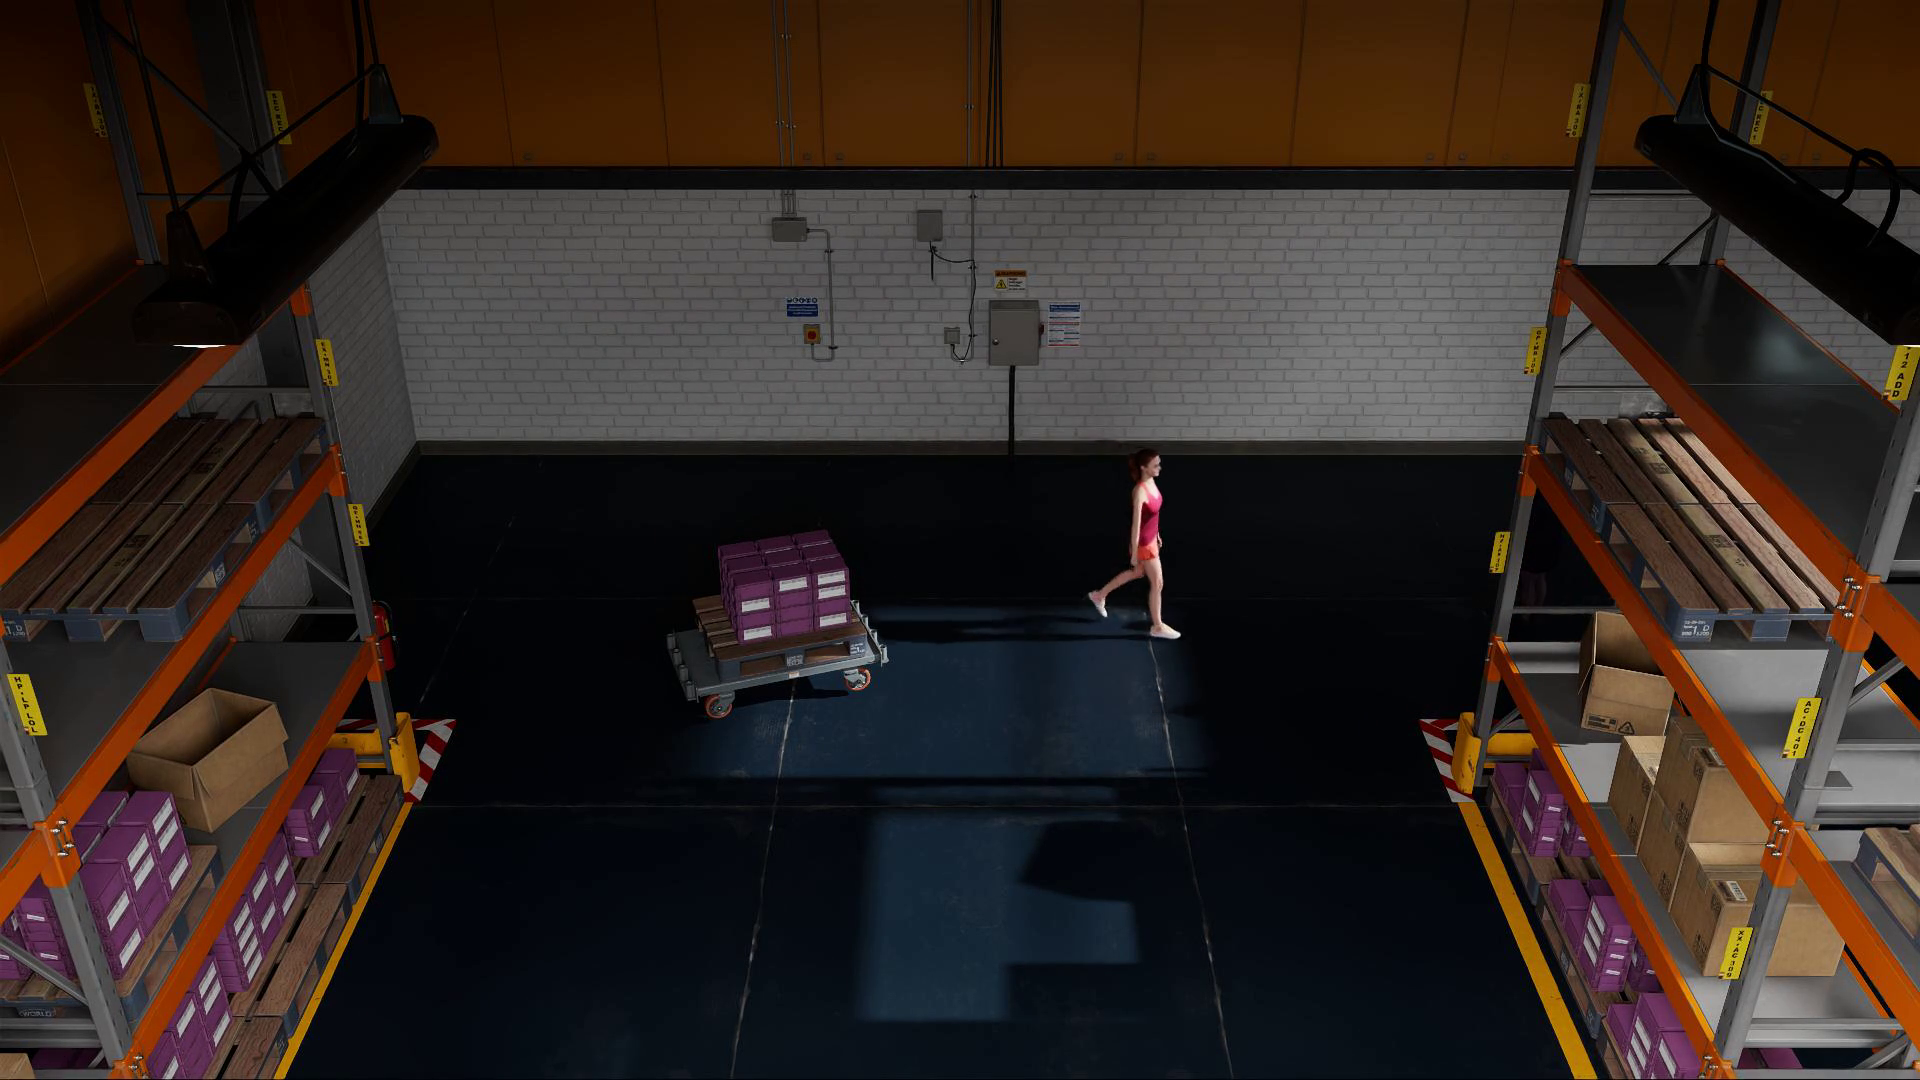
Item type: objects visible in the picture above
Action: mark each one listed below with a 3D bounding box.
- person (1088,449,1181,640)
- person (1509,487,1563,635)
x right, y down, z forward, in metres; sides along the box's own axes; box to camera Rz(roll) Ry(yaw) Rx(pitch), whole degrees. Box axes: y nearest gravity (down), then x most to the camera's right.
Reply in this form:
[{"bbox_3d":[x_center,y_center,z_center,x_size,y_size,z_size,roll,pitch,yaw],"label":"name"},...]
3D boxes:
[{"bbox_3d":[1.487,0.008,14.023,0.821,1.729,1.068,8,30,15],"label":"person"},{"bbox_3d":[4.888,0.016,14.067,0.796,1.674,0.855,-25,37,-38],"label":"person"}]
